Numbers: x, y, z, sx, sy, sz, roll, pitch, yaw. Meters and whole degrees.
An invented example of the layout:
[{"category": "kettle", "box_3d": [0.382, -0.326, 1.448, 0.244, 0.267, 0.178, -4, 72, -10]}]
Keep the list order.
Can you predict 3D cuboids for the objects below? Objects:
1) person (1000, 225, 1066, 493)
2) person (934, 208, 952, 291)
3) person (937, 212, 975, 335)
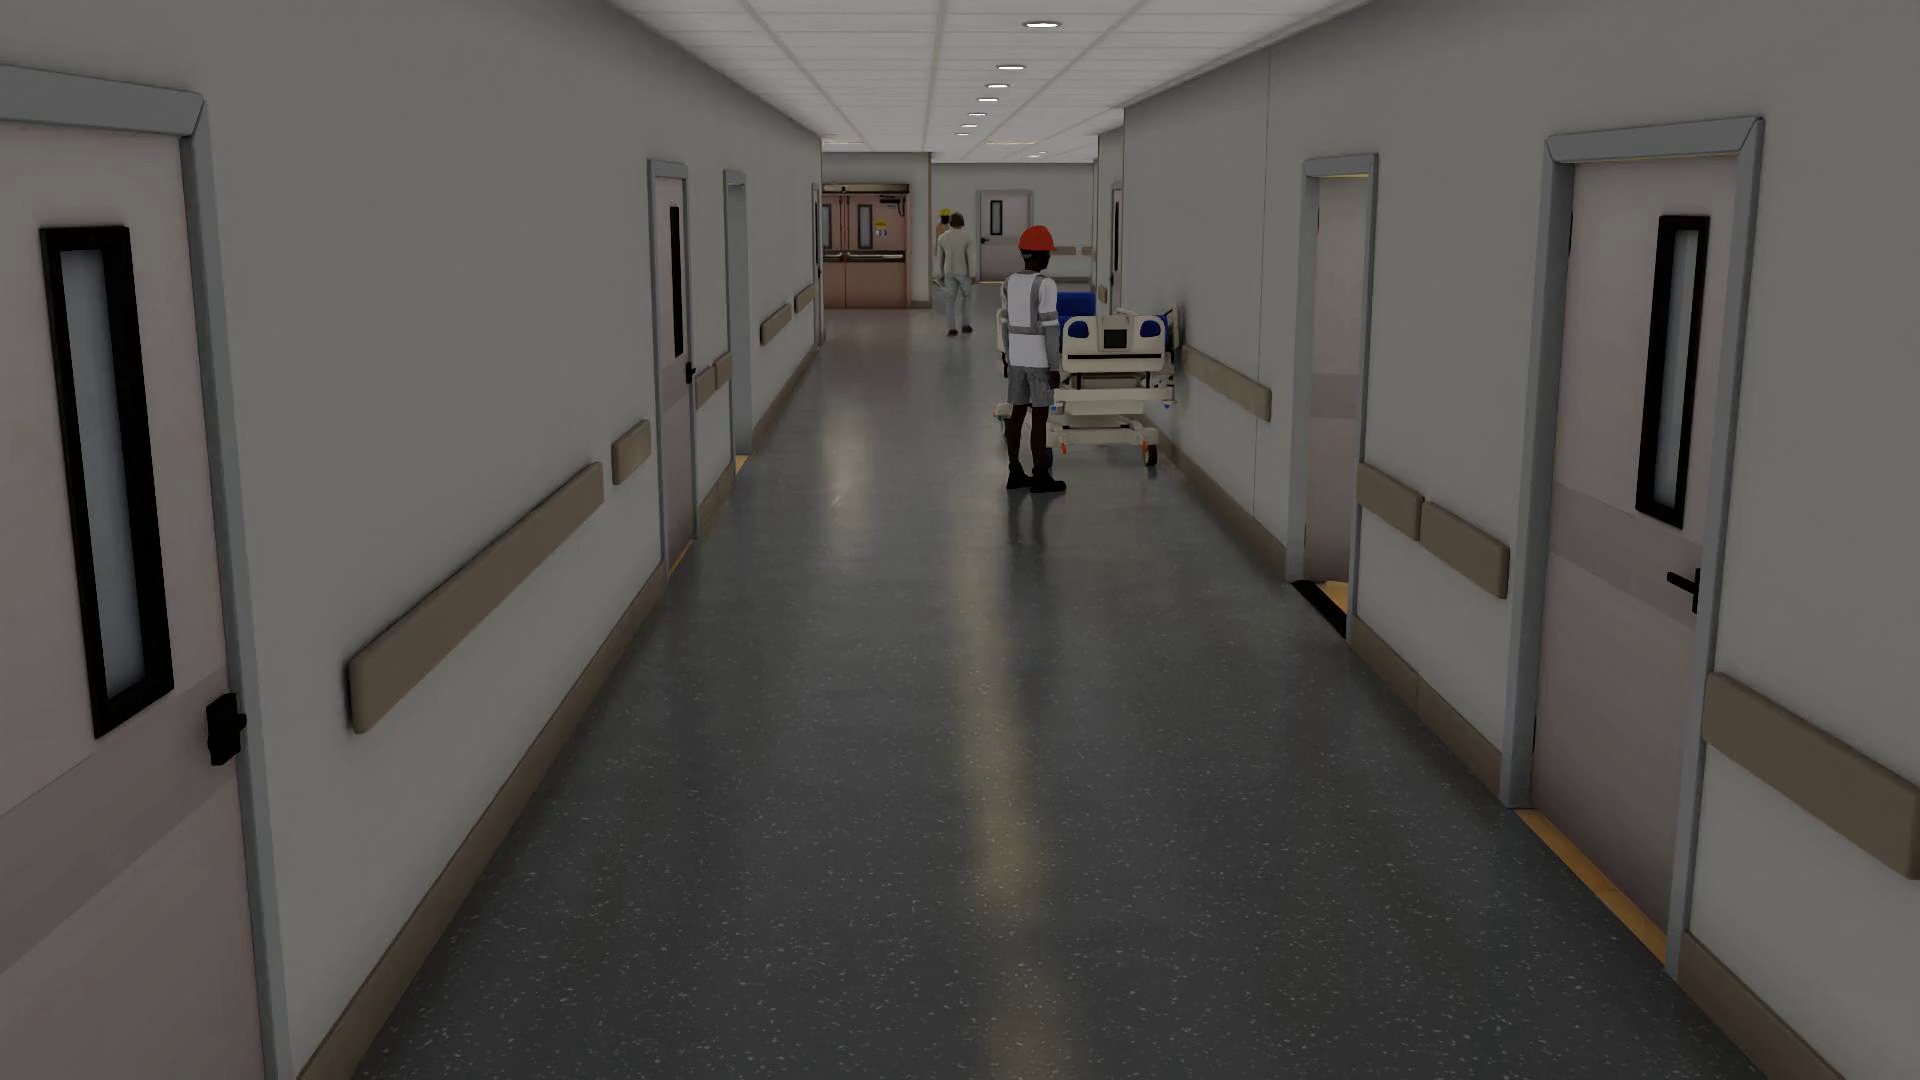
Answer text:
[{"category": "person", "box_3d": [0.540, -1.313, 12.149, 0.361, 1.938, 0.545, -10, 15, -41]}, {"category": "person", "box_3d": [-0.356, -6.764, 38.745, 0.420, 1.916, 0.606, 4, 12, 18]}, {"category": "person", "box_3d": [-0.012, -4.197, 26.240, 0.656, 1.917, 0.708, 4, 12, 19]}]
